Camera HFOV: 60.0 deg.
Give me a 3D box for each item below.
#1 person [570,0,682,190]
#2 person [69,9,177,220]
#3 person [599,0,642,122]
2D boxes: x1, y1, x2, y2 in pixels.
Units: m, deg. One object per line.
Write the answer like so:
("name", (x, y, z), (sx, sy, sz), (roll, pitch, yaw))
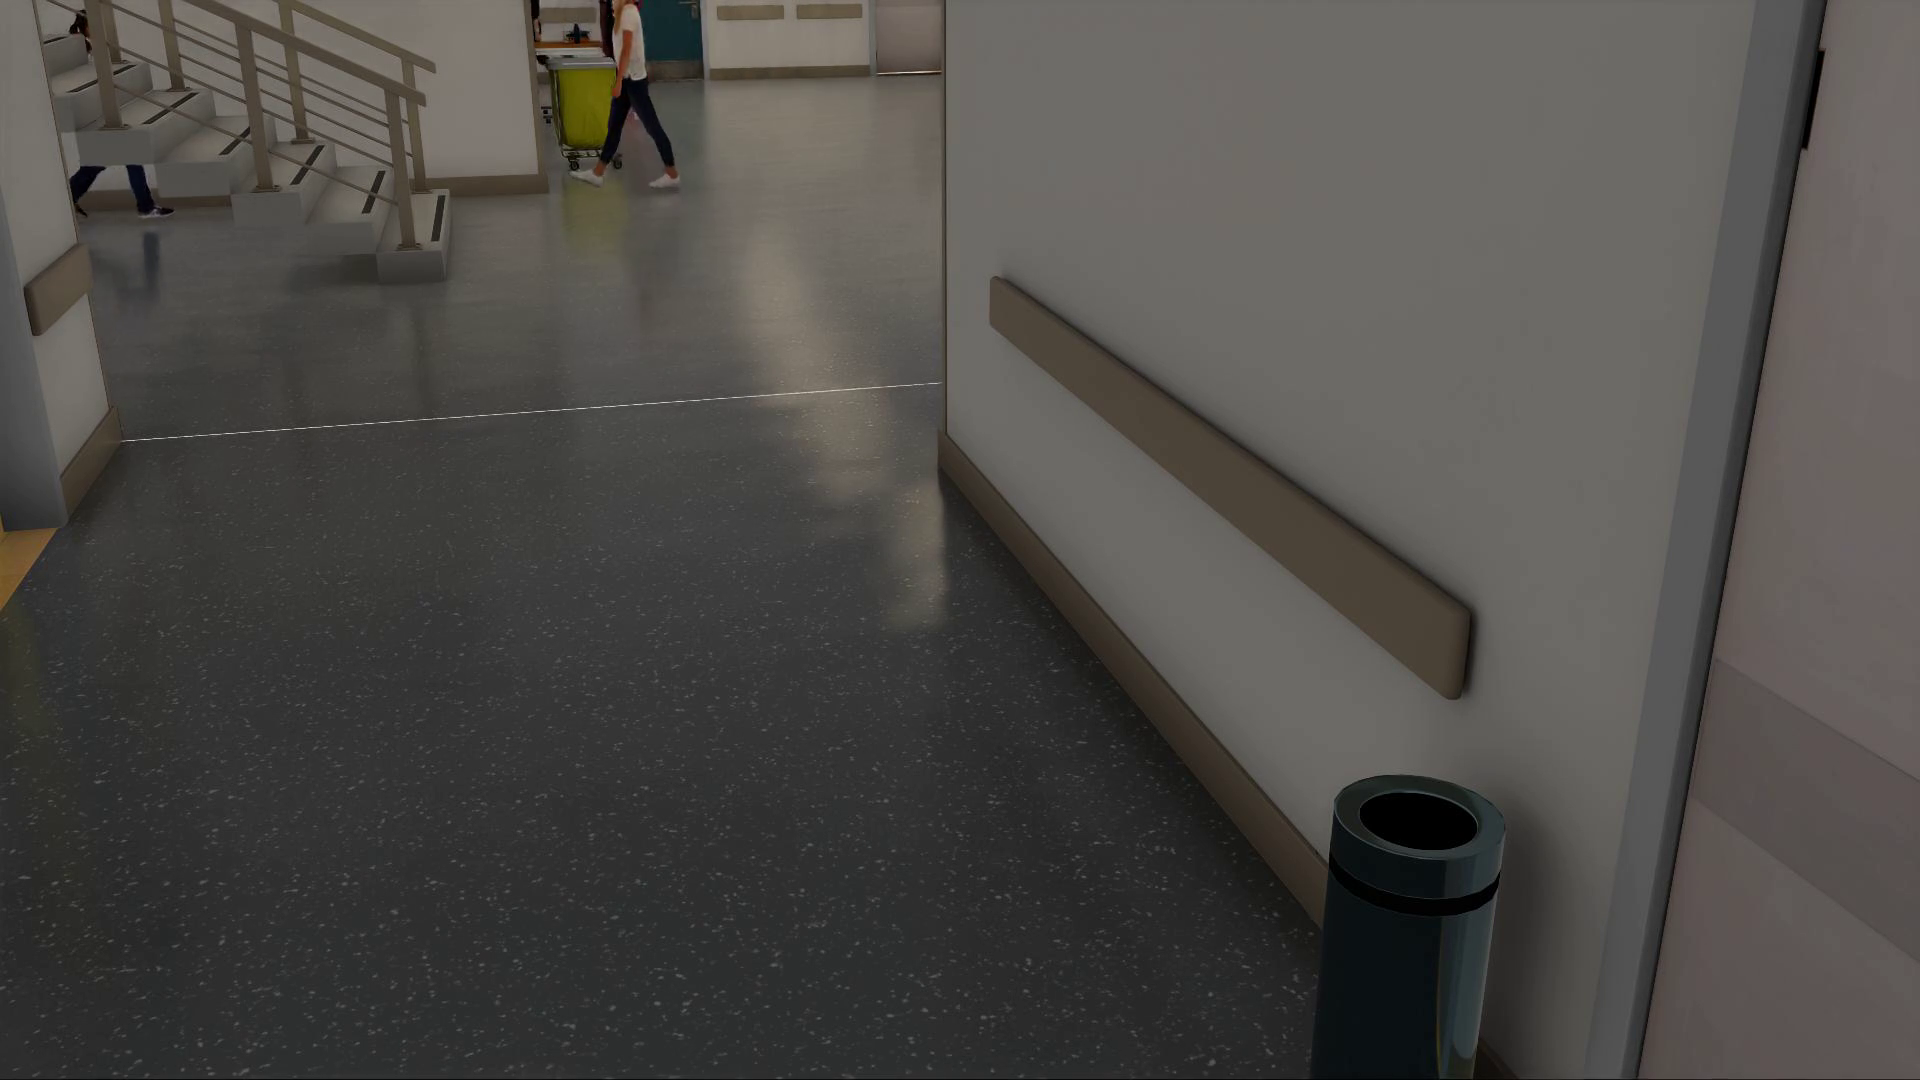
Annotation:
("person", (-2.588, -3.733, 13.654), (1.120, 1.763, 0.652), (-6, 22, -16))
("person", (-6.458, -3.086, 12.414), (1.067, 1.433, 0.603), (-8, 22, -21))
("person", (-3.773, -5.512, 18.459), (1.149, 1.687, 0.796), (-9, 22, -21))
